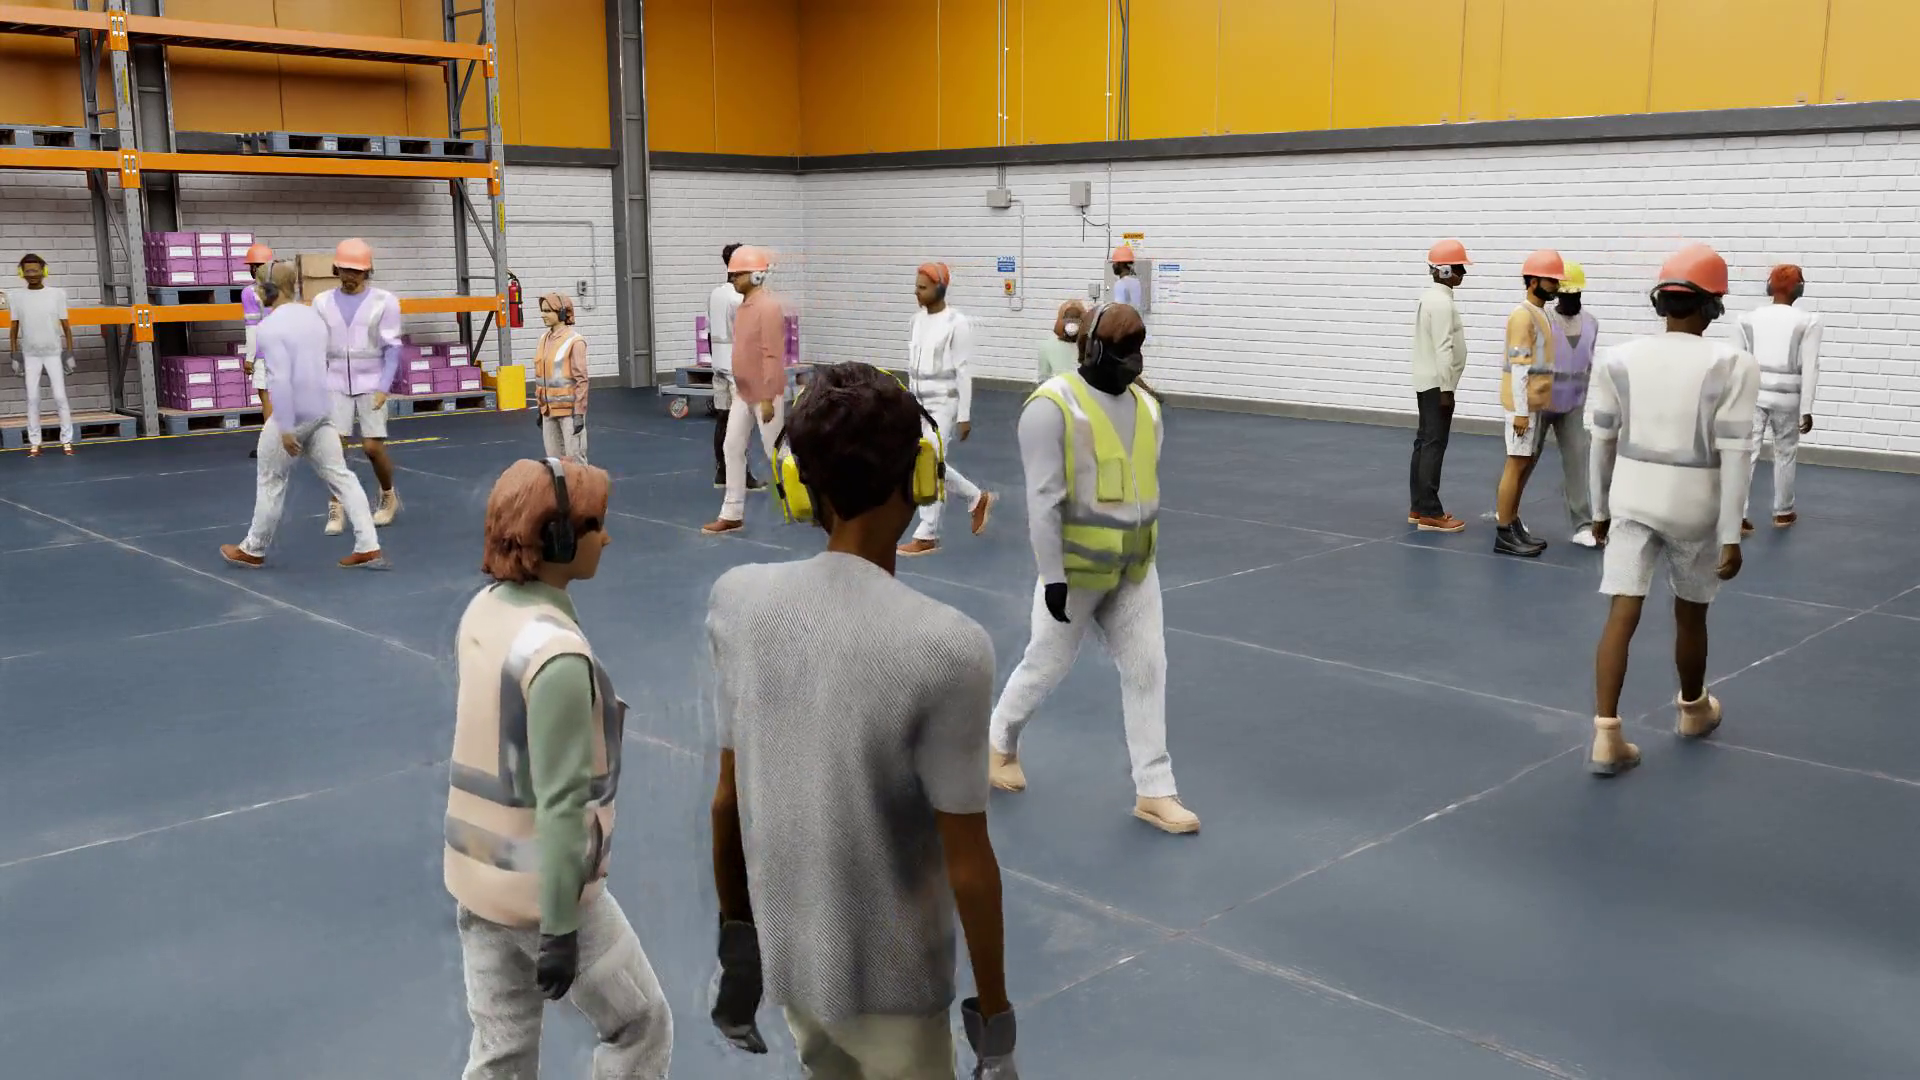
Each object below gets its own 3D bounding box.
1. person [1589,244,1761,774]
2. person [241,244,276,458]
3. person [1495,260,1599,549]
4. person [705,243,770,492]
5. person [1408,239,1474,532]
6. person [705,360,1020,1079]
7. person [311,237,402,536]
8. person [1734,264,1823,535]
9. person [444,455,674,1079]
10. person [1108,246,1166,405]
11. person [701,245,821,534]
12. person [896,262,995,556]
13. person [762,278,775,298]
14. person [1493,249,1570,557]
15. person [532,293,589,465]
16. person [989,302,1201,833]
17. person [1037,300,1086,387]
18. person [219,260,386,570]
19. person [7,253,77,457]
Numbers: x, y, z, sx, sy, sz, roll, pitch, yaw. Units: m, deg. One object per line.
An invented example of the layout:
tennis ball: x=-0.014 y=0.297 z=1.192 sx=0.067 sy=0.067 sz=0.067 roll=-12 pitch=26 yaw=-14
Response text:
person: x=2.725 y=-0.128 z=6.395 sx=0.626 sy=1.987 sz=1.036 roll=9 pitch=14 yaw=41
person: x=-6.316 y=-1.712 z=15.161 sx=0.362 sy=1.938 sz=0.545 roll=4 pitch=11 yaw=20
person: x=3.920 y=-0.910 z=10.999 sx=0.598 sy=1.867 sz=1.006 roll=-3 pitch=11 yaw=-18
person: x=-1.776 y=-1.366 z=13.198 sx=0.364 sy=1.962 sz=0.613 roll=-8 pitch=13 yaw=-38
person: x=3.303 y=-1.064 z=11.468 sx=0.376 sy=1.995 sz=0.612 roll=1 pitch=10 yaw=4
person: x=-0.146 y=0.662 z=2.459 sx=0.599 sy=1.848 sz=0.447 roll=7 pitch=13 yaw=34
person: x=-4.090 y=-1.050 z=11.361 sx=0.622 sy=2.009 sz=0.636 roll=0 pitch=10 yaw=1
person: x=5.512 y=-0.949 z=11.302 sx=0.591 sy=1.835 sz=0.970 roll=9 pitch=14 yaw=42
person: x=-0.738 y=0.646 z=3.174 sx=0.543 sy=1.620 sz=0.516 roll=-8 pitch=13 yaw=-37
person: x=1.859 y=-2.261 z=18.240 sx=0.823 sy=1.912 sz=0.551 roll=4 pitch=11 yaw=23
person: x=-1.291 y=-1.018 z=11.337 sx=0.905 sy=1.968 sz=0.620 roll=-7 pitch=12 yaw=-32
person: x=-0.090 y=-0.846 z=10.670 sx=0.784 sy=1.861 sz=0.582 roll=-8 pitch=13 yaw=-36
person: x=-2.767 y=-2.980 z=22.551 sx=0.533 sy=1.765 sz=0.330 roll=-4 pitch=11 yaw=-23
person: x=3.629 y=-0.866 z=10.555 sx=0.372 sy=1.933 sz=0.551 roll=6 pitch=12 yaw=28
person: x=-2.707 y=-0.857 z=11.312 sx=0.521 sy=1.640 sz=0.307 roll=9 pitch=14 yaw=40
person: x=0.426 y=0.072 z=5.812 sx=0.629 sy=1.808 sz=0.917 roll=-8 pitch=13 yaw=-36
person: x=0.782 y=-0.863 z=11.488 sx=0.507 sy=1.593 sz=0.852 roll=1 pitch=10 yaw=6
person: x=-3.972 y=-0.727 z=9.981 sx=1.063 sy=1.886 sz=0.645 roll=3 pitch=11 yaw=13
person: x=-8.403 y=-1.685 z=15.238 sx=0.525 sy=1.860 sz=0.320 roll=-4 pitch=11 yaw=-22
